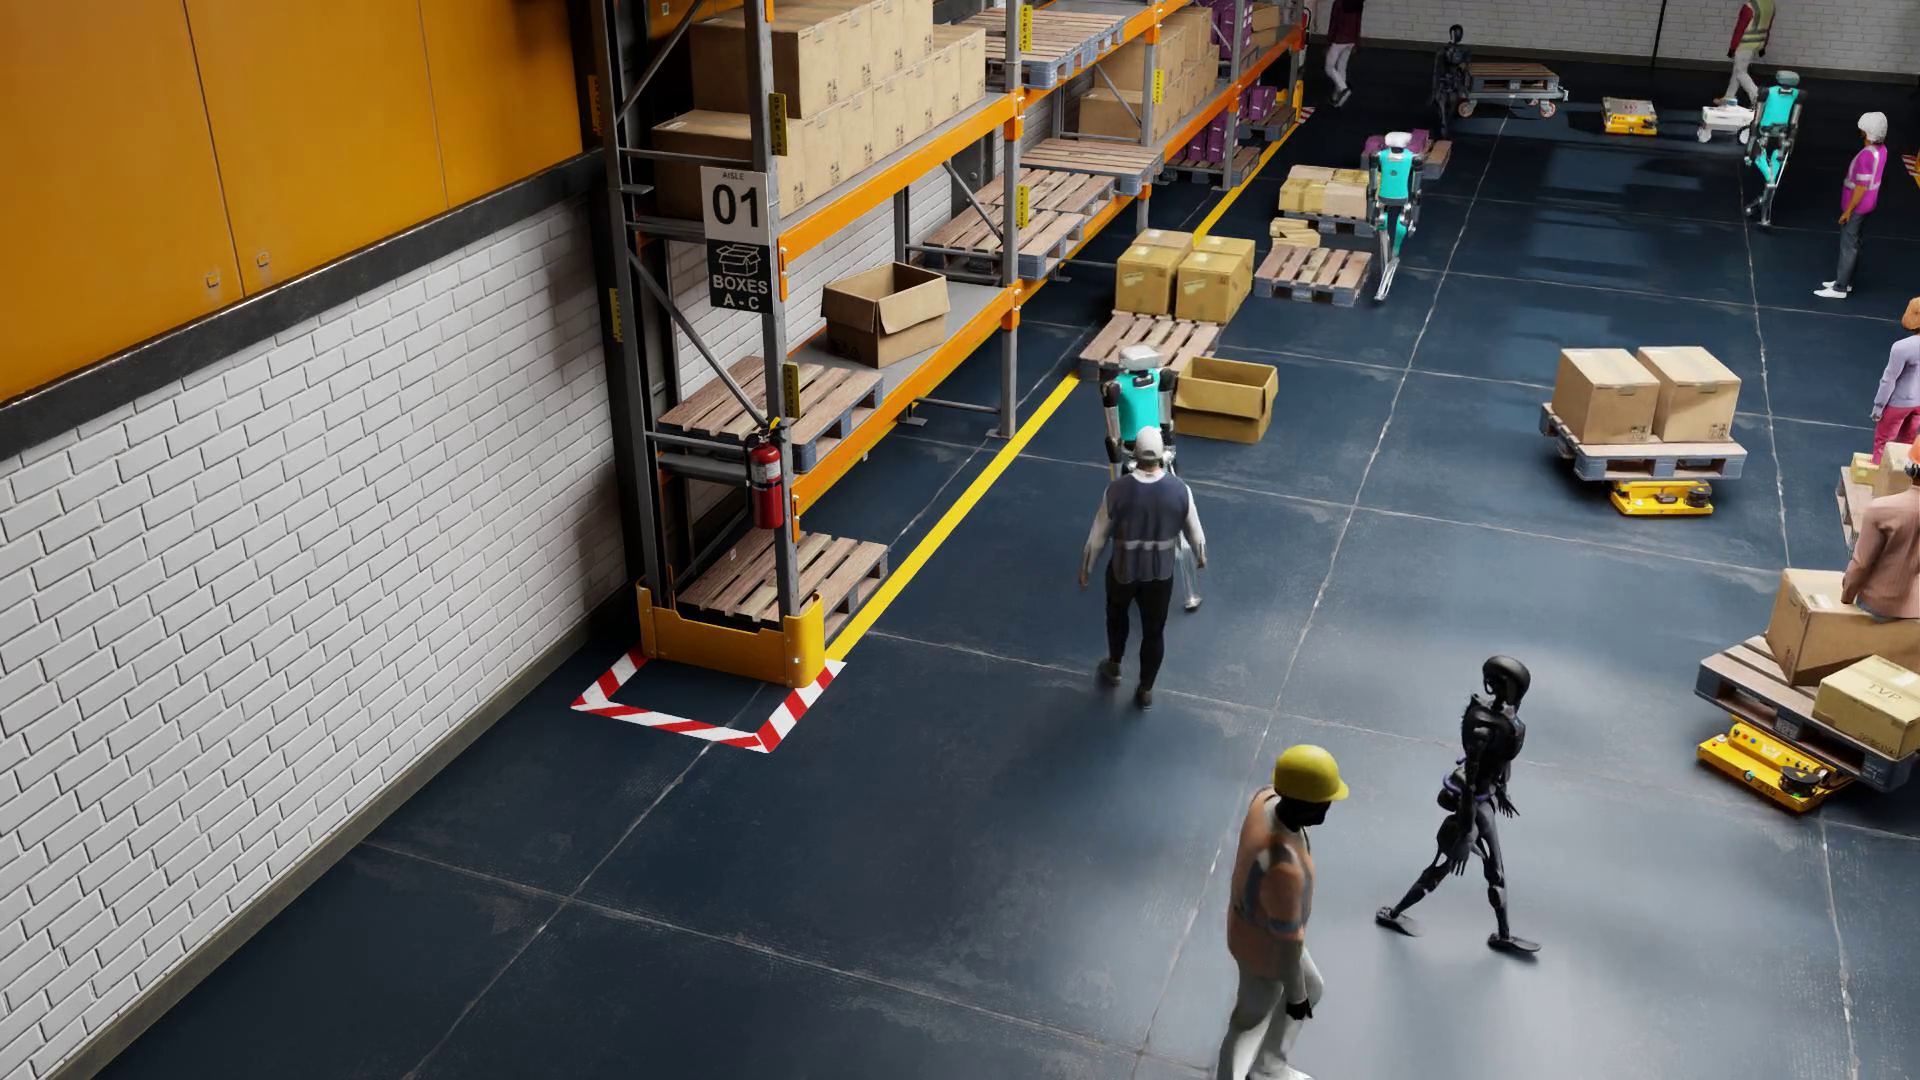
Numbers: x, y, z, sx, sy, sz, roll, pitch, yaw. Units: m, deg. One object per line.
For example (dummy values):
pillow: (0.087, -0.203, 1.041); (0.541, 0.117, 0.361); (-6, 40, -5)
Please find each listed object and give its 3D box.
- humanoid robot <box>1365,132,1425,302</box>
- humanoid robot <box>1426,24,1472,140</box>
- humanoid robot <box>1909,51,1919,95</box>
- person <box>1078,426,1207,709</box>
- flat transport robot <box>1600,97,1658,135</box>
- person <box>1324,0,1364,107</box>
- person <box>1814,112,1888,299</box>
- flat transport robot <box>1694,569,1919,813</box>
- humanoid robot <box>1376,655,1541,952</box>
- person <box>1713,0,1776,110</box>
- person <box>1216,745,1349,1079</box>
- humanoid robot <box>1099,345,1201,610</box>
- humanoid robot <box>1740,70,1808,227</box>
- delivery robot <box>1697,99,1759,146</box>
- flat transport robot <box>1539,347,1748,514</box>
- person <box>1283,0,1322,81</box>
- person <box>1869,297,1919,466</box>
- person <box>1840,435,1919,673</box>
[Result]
humanoid robot: (4.302, -3.234, 16.451); (0.532, 1.729, 1.034); (10, 29, 19)
humanoid robot: (6.334, -5.908, 21.698); (0.593, 1.624, 0.699); (-7, 28, -14)
humanoid robot: (14.506, -7.356, 24.536); (0.614, 1.645, 0.611); (-15, 31, -26)
person: (1.095, 0.127, 9.905); (0.771, 1.739, 0.669); (1, 27, 2)
flat transport robot: (9.341, -5.929, 23.251); (0.659, 0.231, 1.431); (8, 28, 14)
person: (5.503, -7.156, 23.814); (0.496, 1.928, 0.589); (-10, 29, -19)
person: (8.847, -3.300, 16.430); (0.341, 1.846, 0.509); (22, 35, 36)
flat transport robot: (4.989, 1.117, 9.584); (1.431, 0.231, 0.659); (-16, 31, -28)
humanoid robot: (2.439, 1.253, 7.827); (0.767, 1.625, 0.590); (17, 32, 30)
person: (11.285, -7.021, 23.692); (0.663, 1.811, 0.825); (-16, 31, -27)
person: (1.349, 1.633, 6.791); (0.609, 1.903, 0.624); (2, 27, 4)
humanoid robot: (1.324, -0.325, 10.787); (0.598, 1.780, 0.864); (-16, 31, -28)
humanoid robot: (9.059, -4.272, 18.461); (0.560, 1.745, 1.043); (1, 27, 2)
delivery robot: (10.339, -5.608, 22.313); (0.781, 0.591, 0.499); (8, 28, 15)
flat transport robot: (5.213, -0.577, 12.871); (0.659, 0.231, 1.431); (-1, 27, -1)
person: (5.188, -7.874, 25.222); (0.638, 1.919, 0.671); (-7, 28, -13)
person: (6.909, -0.995, 12.199); (0.499, 1.628, 0.285); (-8, 28, -15)
person: (5.202, 0.319, 9.251); (0.608, 1.995, 0.376); (3, 27, 6)
